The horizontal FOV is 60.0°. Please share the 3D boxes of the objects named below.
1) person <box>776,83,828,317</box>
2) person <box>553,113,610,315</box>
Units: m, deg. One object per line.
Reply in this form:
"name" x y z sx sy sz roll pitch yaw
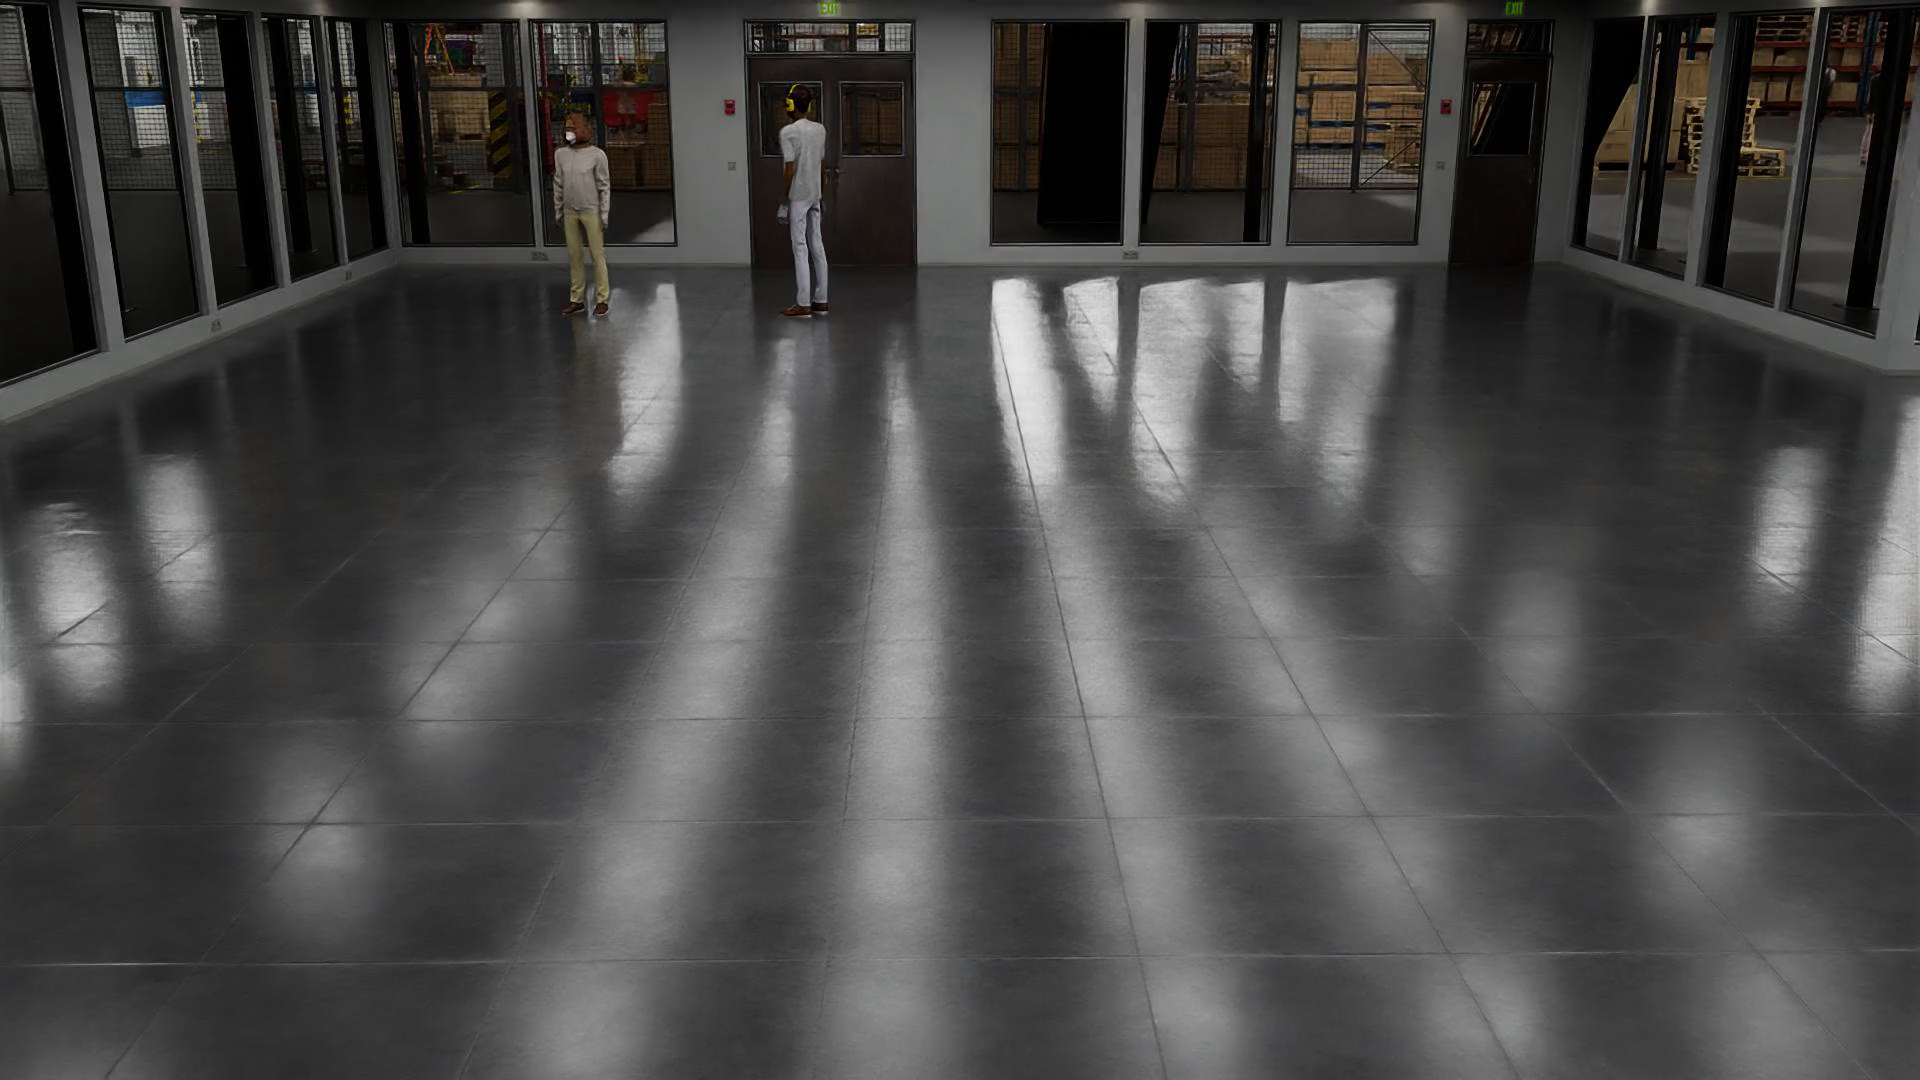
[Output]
"person" -1.290 -2.758 13.554 0.327 1.874 0.518 13 21 36
"person" -3.102 -2.665 13.648 0.507 1.633 0.276 5 17 17
